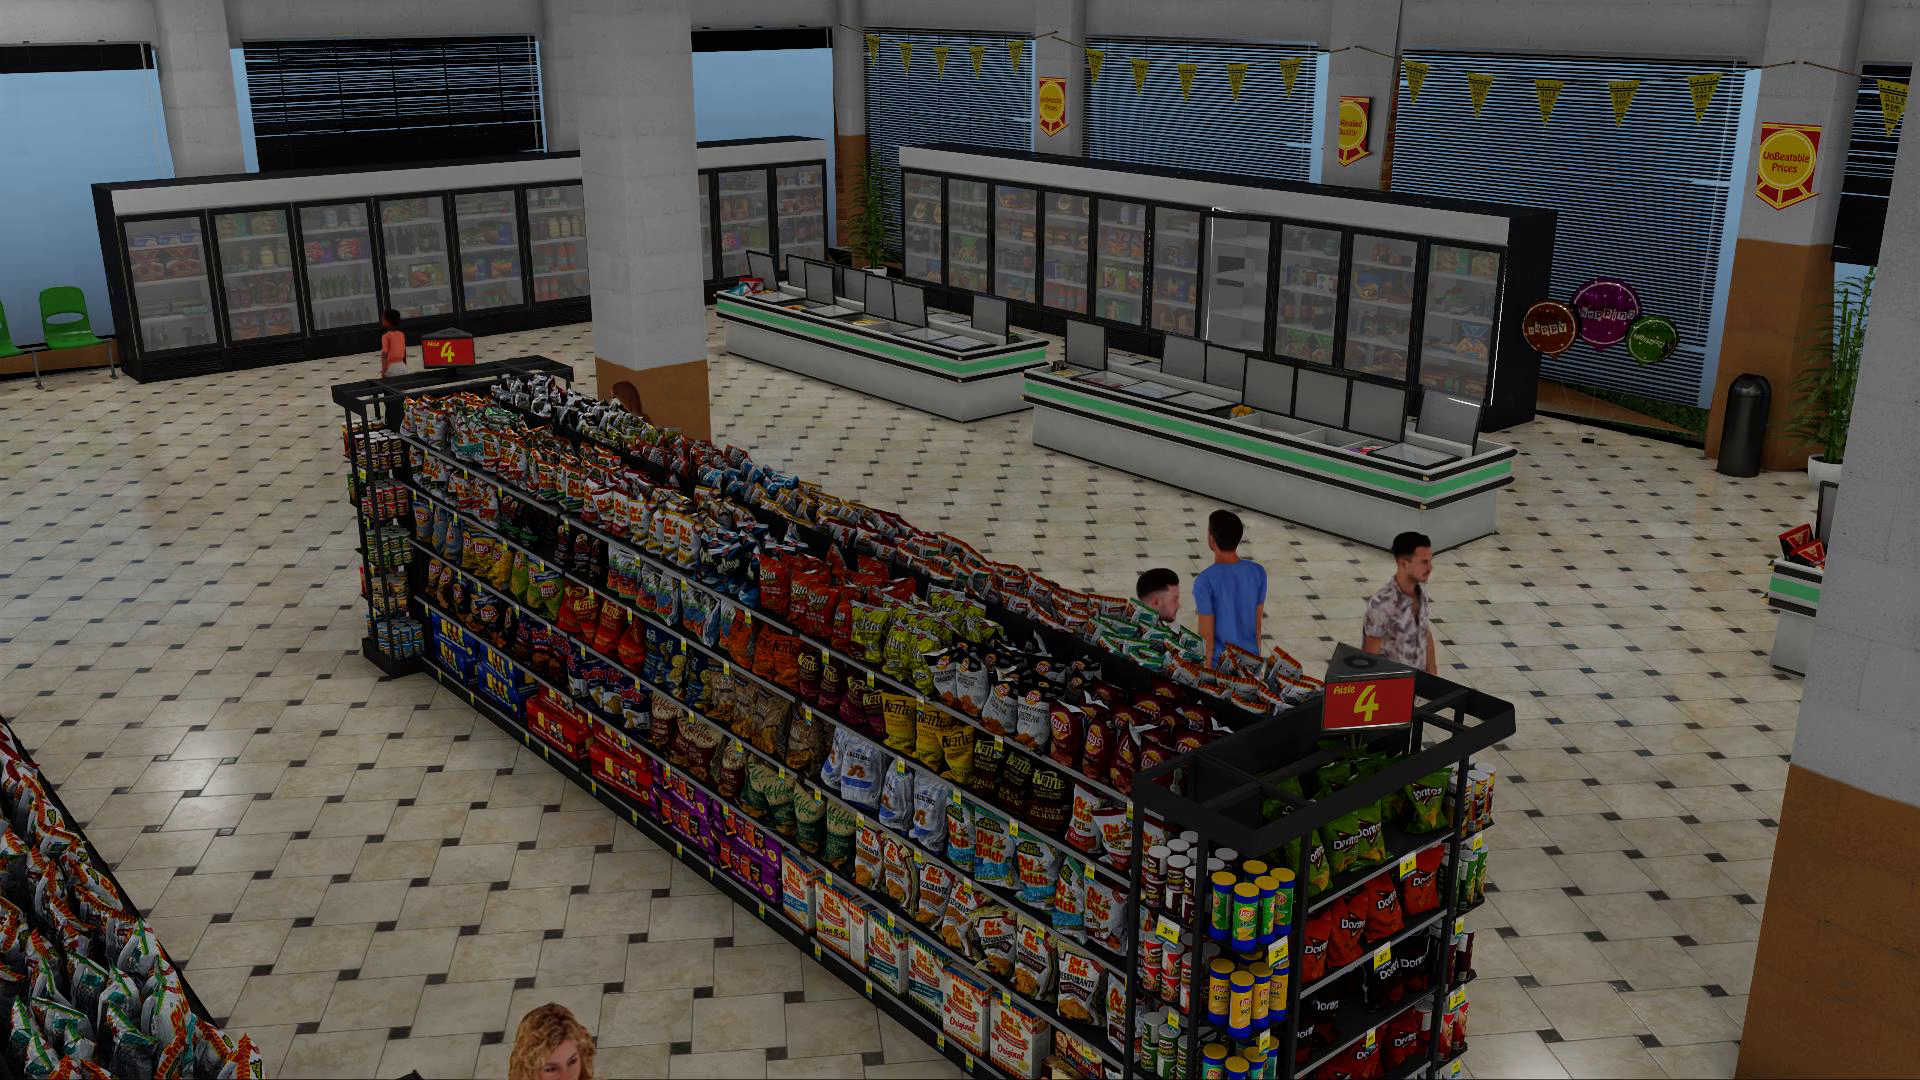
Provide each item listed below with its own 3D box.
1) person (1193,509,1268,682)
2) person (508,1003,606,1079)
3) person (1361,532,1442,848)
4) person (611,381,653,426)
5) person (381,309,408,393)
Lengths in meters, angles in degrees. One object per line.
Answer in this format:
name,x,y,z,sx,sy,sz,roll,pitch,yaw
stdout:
person,1.562,0.801,9.292,0.900,1.796,1.371,-8,20,-23
person,-1.312,2.199,5.381,0.613,1.648,0.867,-15,24,-37
person,2.345,0.804,9.299,1.010,1.786,0.749,17,25,41
person,-2.462,-0.415,13.074,0.784,1.685,0.719,1,19,2
person,-6.012,-1.814,17.820,0.821,1.303,0.687,8,20,22
